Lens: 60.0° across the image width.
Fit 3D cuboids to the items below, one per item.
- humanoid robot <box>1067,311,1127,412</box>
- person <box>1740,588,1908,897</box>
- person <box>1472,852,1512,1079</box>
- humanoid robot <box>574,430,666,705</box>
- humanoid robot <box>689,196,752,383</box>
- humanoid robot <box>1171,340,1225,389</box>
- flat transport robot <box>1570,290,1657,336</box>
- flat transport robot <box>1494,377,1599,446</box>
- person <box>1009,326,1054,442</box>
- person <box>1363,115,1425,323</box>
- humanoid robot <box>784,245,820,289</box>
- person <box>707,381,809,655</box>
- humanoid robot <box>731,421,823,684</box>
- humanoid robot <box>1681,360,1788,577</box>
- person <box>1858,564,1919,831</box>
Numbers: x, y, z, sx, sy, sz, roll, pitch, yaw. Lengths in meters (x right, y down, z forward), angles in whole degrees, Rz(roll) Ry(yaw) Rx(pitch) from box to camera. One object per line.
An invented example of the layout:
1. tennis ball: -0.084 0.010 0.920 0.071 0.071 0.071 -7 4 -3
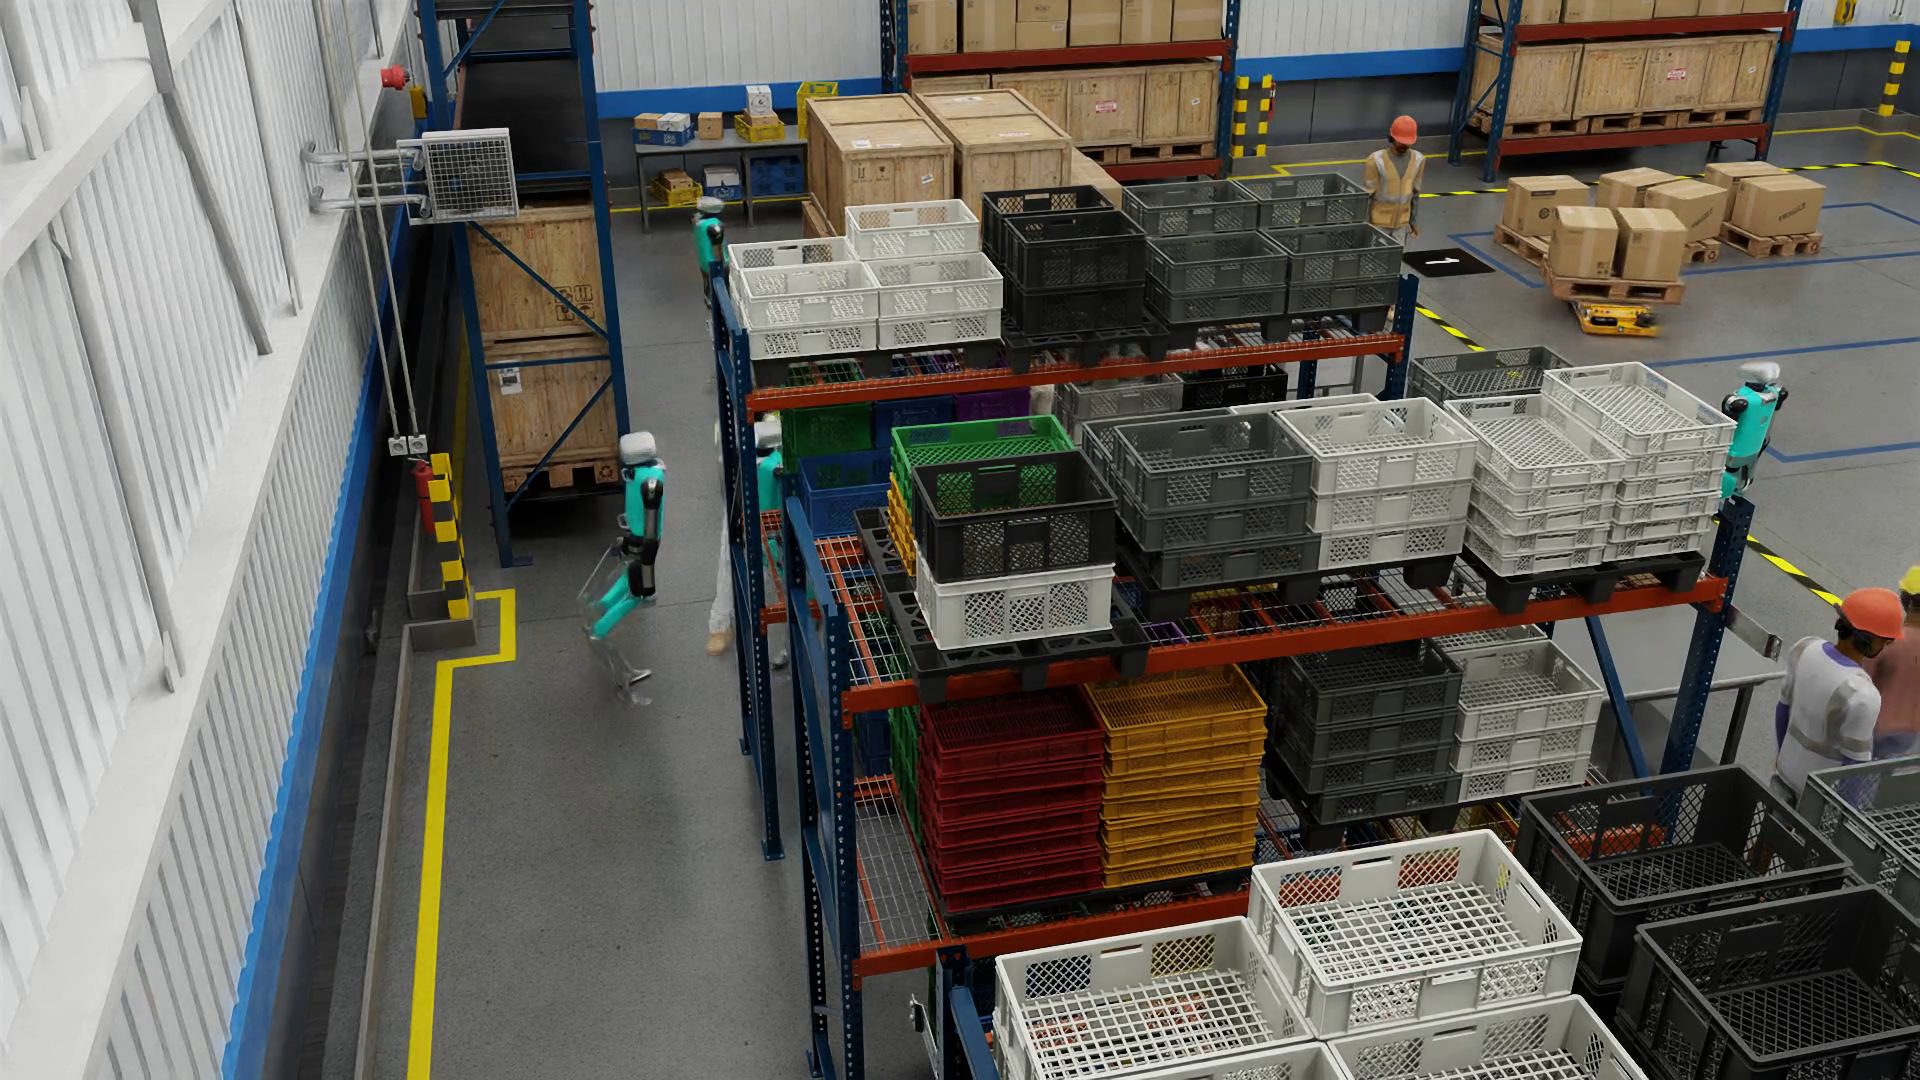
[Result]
1. humanoid robot: 1.042 -1.169 12.806 0.804 1.621 0.599 -23 36 -37
2. person: 4.138 1.132 8.008 0.387 2.034 0.604 -3 28 -6
3. person: 2.085 1.978 6.710 0.486 1.744 0.294 -5 28 -9
4. humanoid robot: -2.089 0.190 10.071 0.713 1.748 0.547 -10 29 -18
5. humanoid robot: -1.942 -2.201 14.502 0.735 1.677 0.533 -15 31 -26
6. humanoid robot: 1.427 -0.442 11.332 0.549 1.799 0.832 23 35 36
7. flat transport robot: 6.439 -2.384 16.540 0.652 0.197 1.431 4 28 8
8. flat transport robot: 4.780 -1.036 14.013 0.659 0.231 1.431 -6 28 -12
9. person: 0.455 -0.639 11.585 0.332 1.836 0.504 -24 36 -37
10. person: 4.135 -3.062 15.966 0.604 2.033 0.387 -7 28 -12
11. humanoid robot: -1.190 -1.670 13.715 0.467 1.644 0.614 -7 29 -13
12. person: -1.324 -0.188 10.790 0.637 1.786 0.897 12 30 22
13. humanoid robot: -1.037 0.017 10.393 0.535 1.748 0.698 22 35 36
14. humanoid robot: 5.035 -0.491 11.255 0.533 1.681 0.735 -15 31 -26
15. person: 4.828 0.942 8.667 0.541 1.748 0.470 2 28 3
